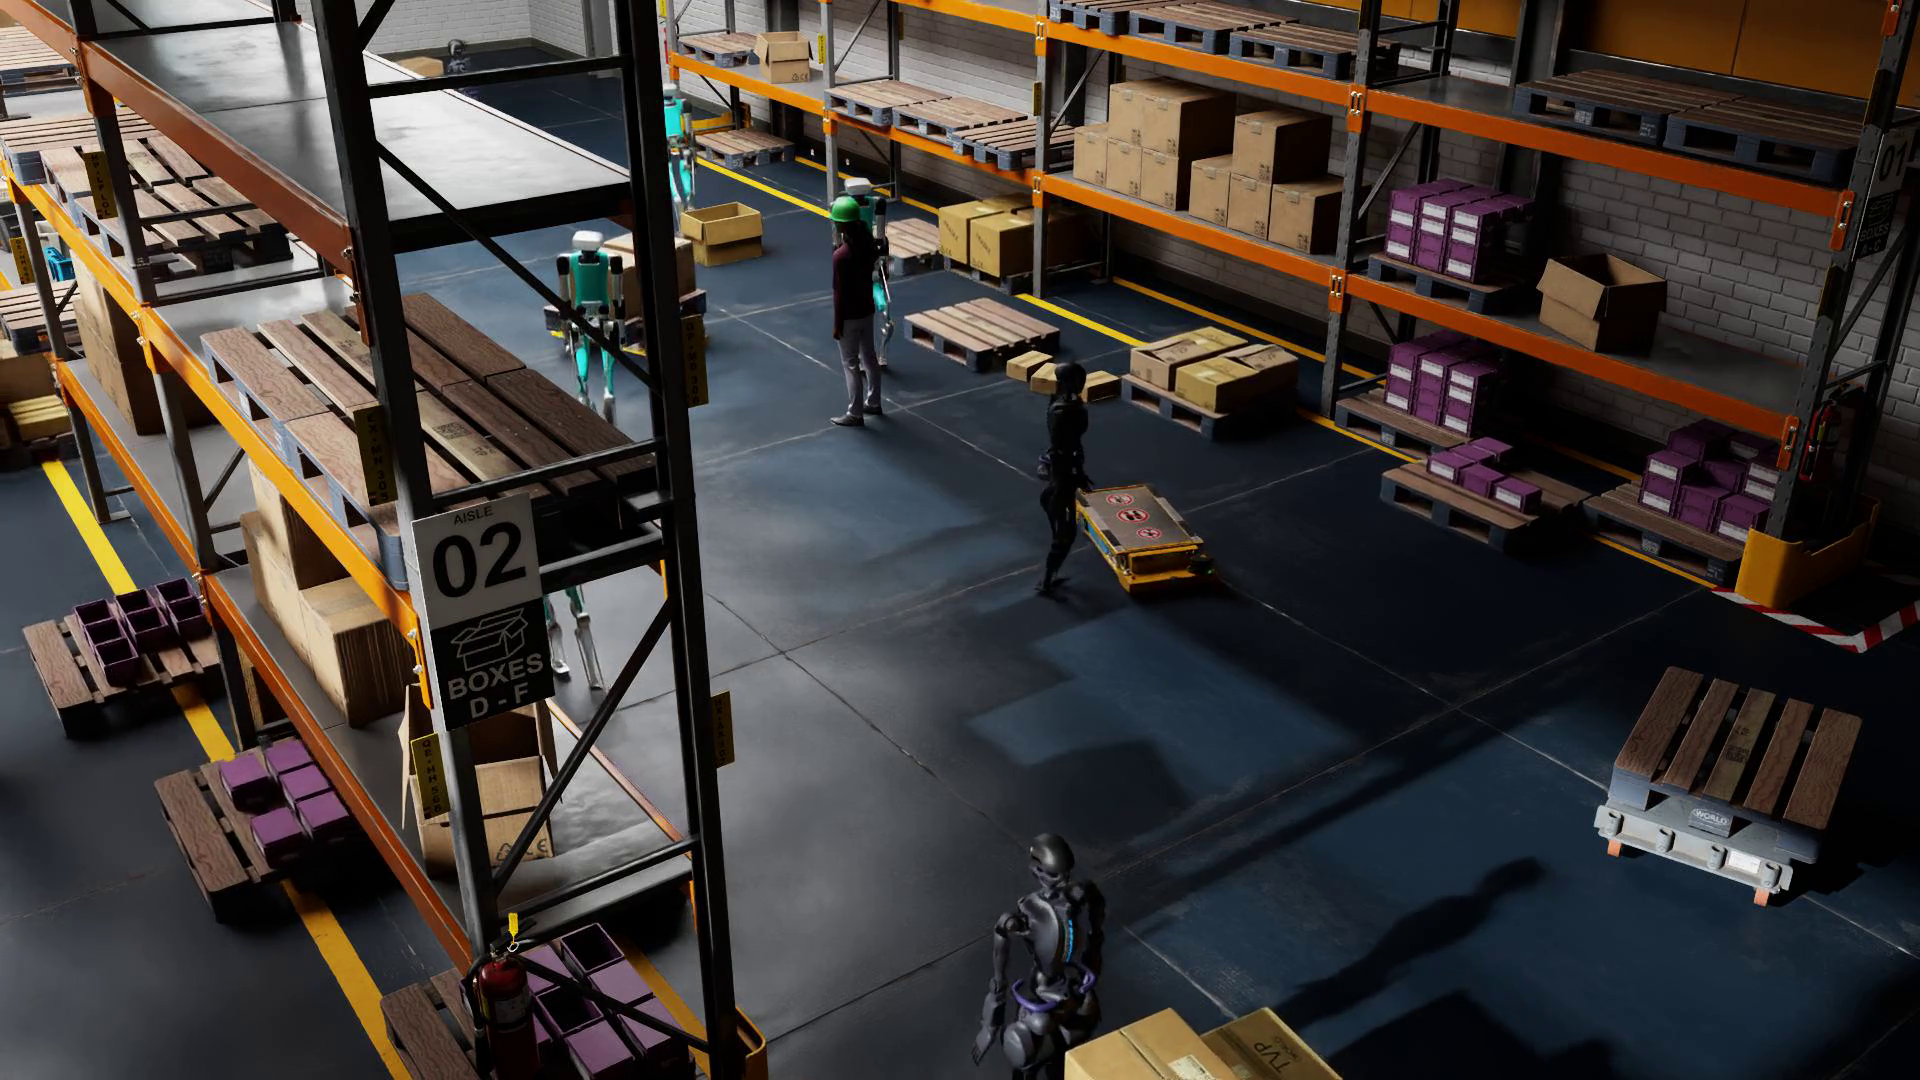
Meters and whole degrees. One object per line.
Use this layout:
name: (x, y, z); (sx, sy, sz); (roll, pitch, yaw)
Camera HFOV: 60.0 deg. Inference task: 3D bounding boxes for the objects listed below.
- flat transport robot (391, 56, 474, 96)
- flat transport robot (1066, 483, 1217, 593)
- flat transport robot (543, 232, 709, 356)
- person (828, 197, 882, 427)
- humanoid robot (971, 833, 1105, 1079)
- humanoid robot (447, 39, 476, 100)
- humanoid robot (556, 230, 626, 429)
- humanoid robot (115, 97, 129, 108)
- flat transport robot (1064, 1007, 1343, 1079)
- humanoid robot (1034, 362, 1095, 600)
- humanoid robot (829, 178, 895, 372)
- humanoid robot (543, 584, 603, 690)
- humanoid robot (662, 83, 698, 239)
flat transport robot: (-7.735, -6.028, 23.978); (0.659, 0.231, 1.431); (1, 27, 2)
flat transport robot: (1.290, -0.046, 12.079); (0.659, 0.231, 1.431); (-7, 28, -14)
flat transport robot: (-3.181, -2.006, 15.978); (1.431, 0.231, 0.659); (15, 31, 28)
person: (-0.889, -1.903, 13.919); (0.436, 1.942, 0.487); (15, 30, 27)
humanoid robot: (0.328, 1.889, 6.668); (0.589, 1.651, 0.390); (-17, 31, -30)
humanoid robot: (-6.545, -5.684, 21.725); (0.405, 1.654, 0.599); (-14, 30, -25)
humanoid robot: (-2.953, -1.503, 13.457); (0.551, 1.892, 0.767); (-4, 27, -8)
humanoid robot: (-10.790, -5.455, 21.283); (0.592, 1.635, 0.487); (22, 34, 37)
flat transport robot: (1.156, 2.753, 6.512); (1.431, 0.231, 0.659); (-14, 30, -26)
humanoid robot: (0.704, -0.405, 11.247); (0.329, 1.646, 0.593); (9, 28, 18)
humanoid robot: (-0.815, -2.342, 14.904); (0.530, 1.693, 0.749); (-11, 29, -20)
humanoid robot: (-2.470, 0.153, 10.175); (0.553, 1.897, 0.770); (-17, 31, -30)
humanoid robot: (-3.133, -4.144, 18.610); (0.549, 1.753, 0.983); (-10, 28, -19)
